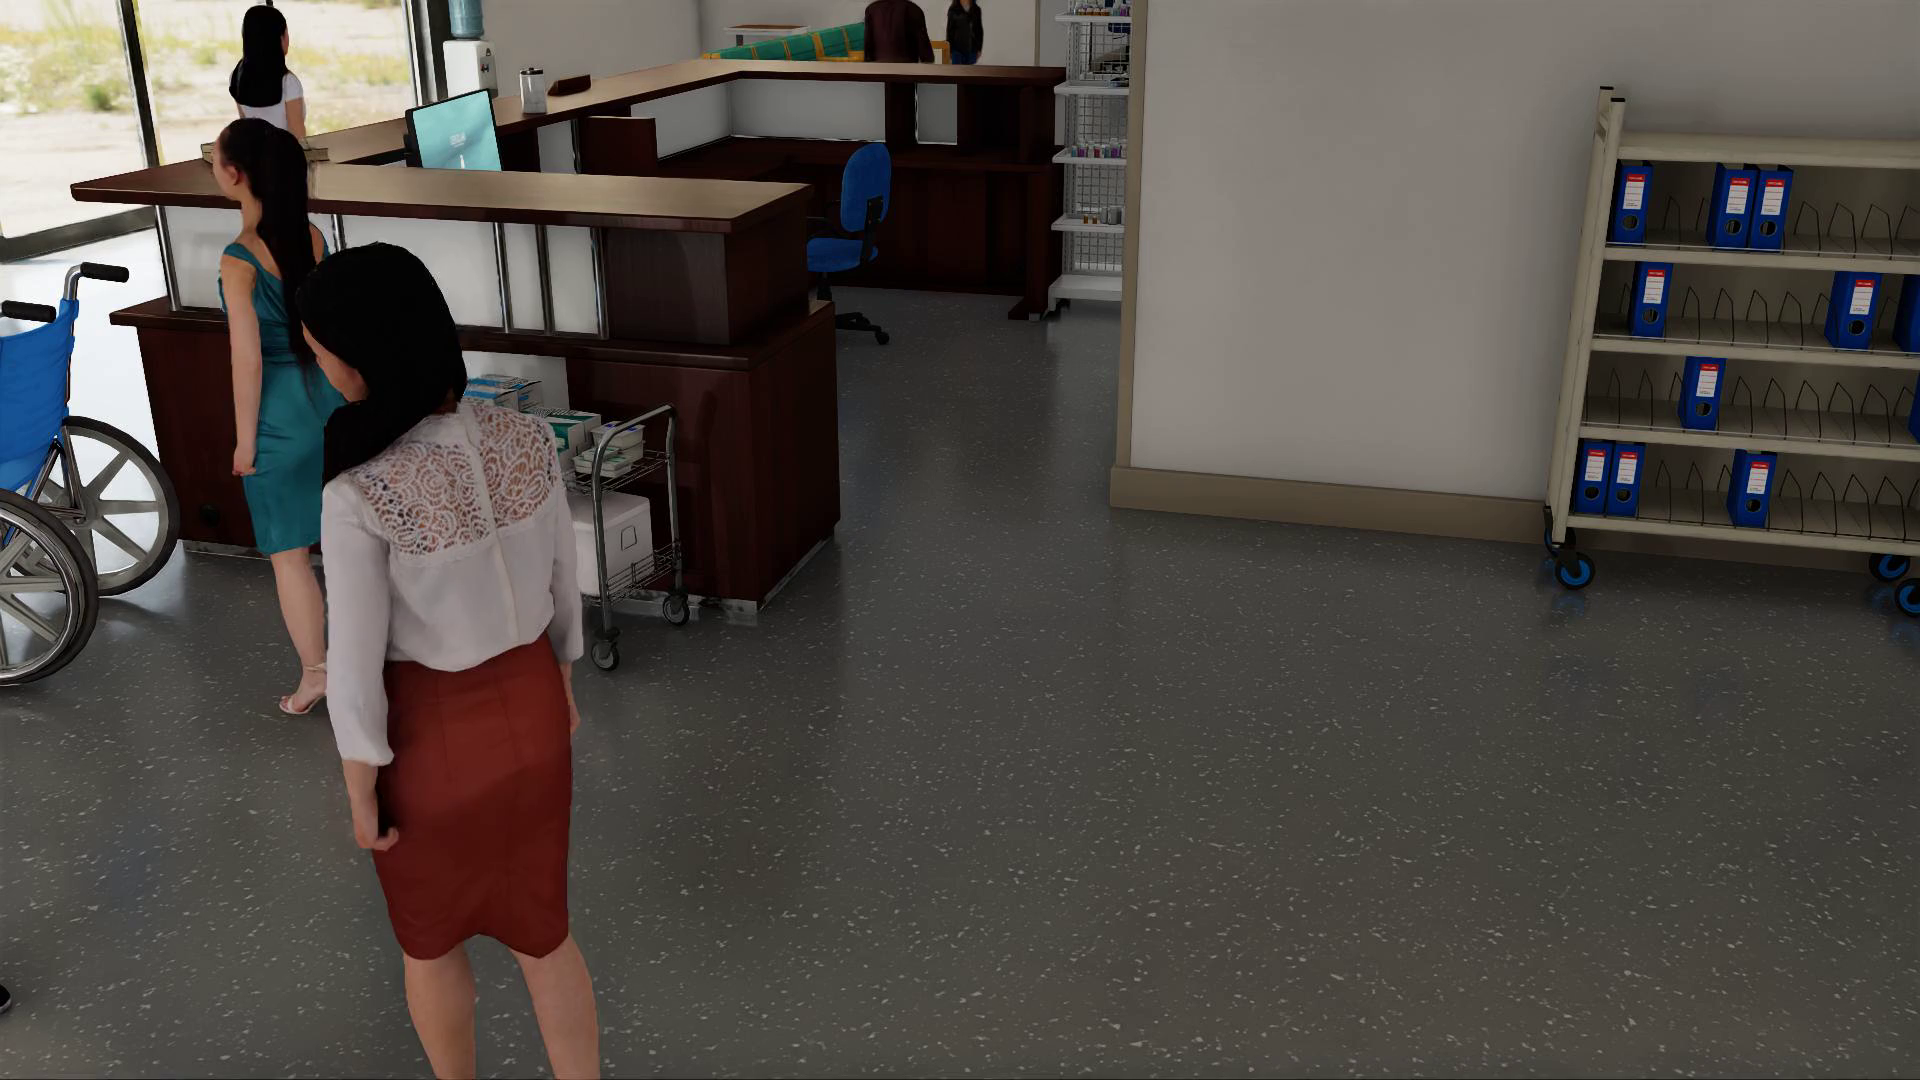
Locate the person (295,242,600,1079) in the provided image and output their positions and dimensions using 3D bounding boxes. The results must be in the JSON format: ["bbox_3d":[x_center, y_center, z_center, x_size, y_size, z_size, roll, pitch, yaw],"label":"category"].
[{"bbox_3d":[-0.806,0.383,2.704,0.819,1.729,0.914,-14,25,-32],"label":"person"}]

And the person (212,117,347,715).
[{"bbox_3d":[-1.814,-0.308,4.591,0.590,1.685,0.588,8,22,21],"label":"person"}]

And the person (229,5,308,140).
[{"bbox_3d":[-3.286,-1.586,7.911,1.096,1.723,0.670,6,21,14],"label":"person"}]

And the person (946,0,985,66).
[{"bbox_3d":[0.041,-5.481,18.550,0.600,1.472,0.700,-2,21,-7],"label":"person"}]

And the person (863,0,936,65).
[{"bbox_3d":[-0.499,-3.312,12.340,1.242,1.814,1.010,12,24,29],"label":"person"}]
